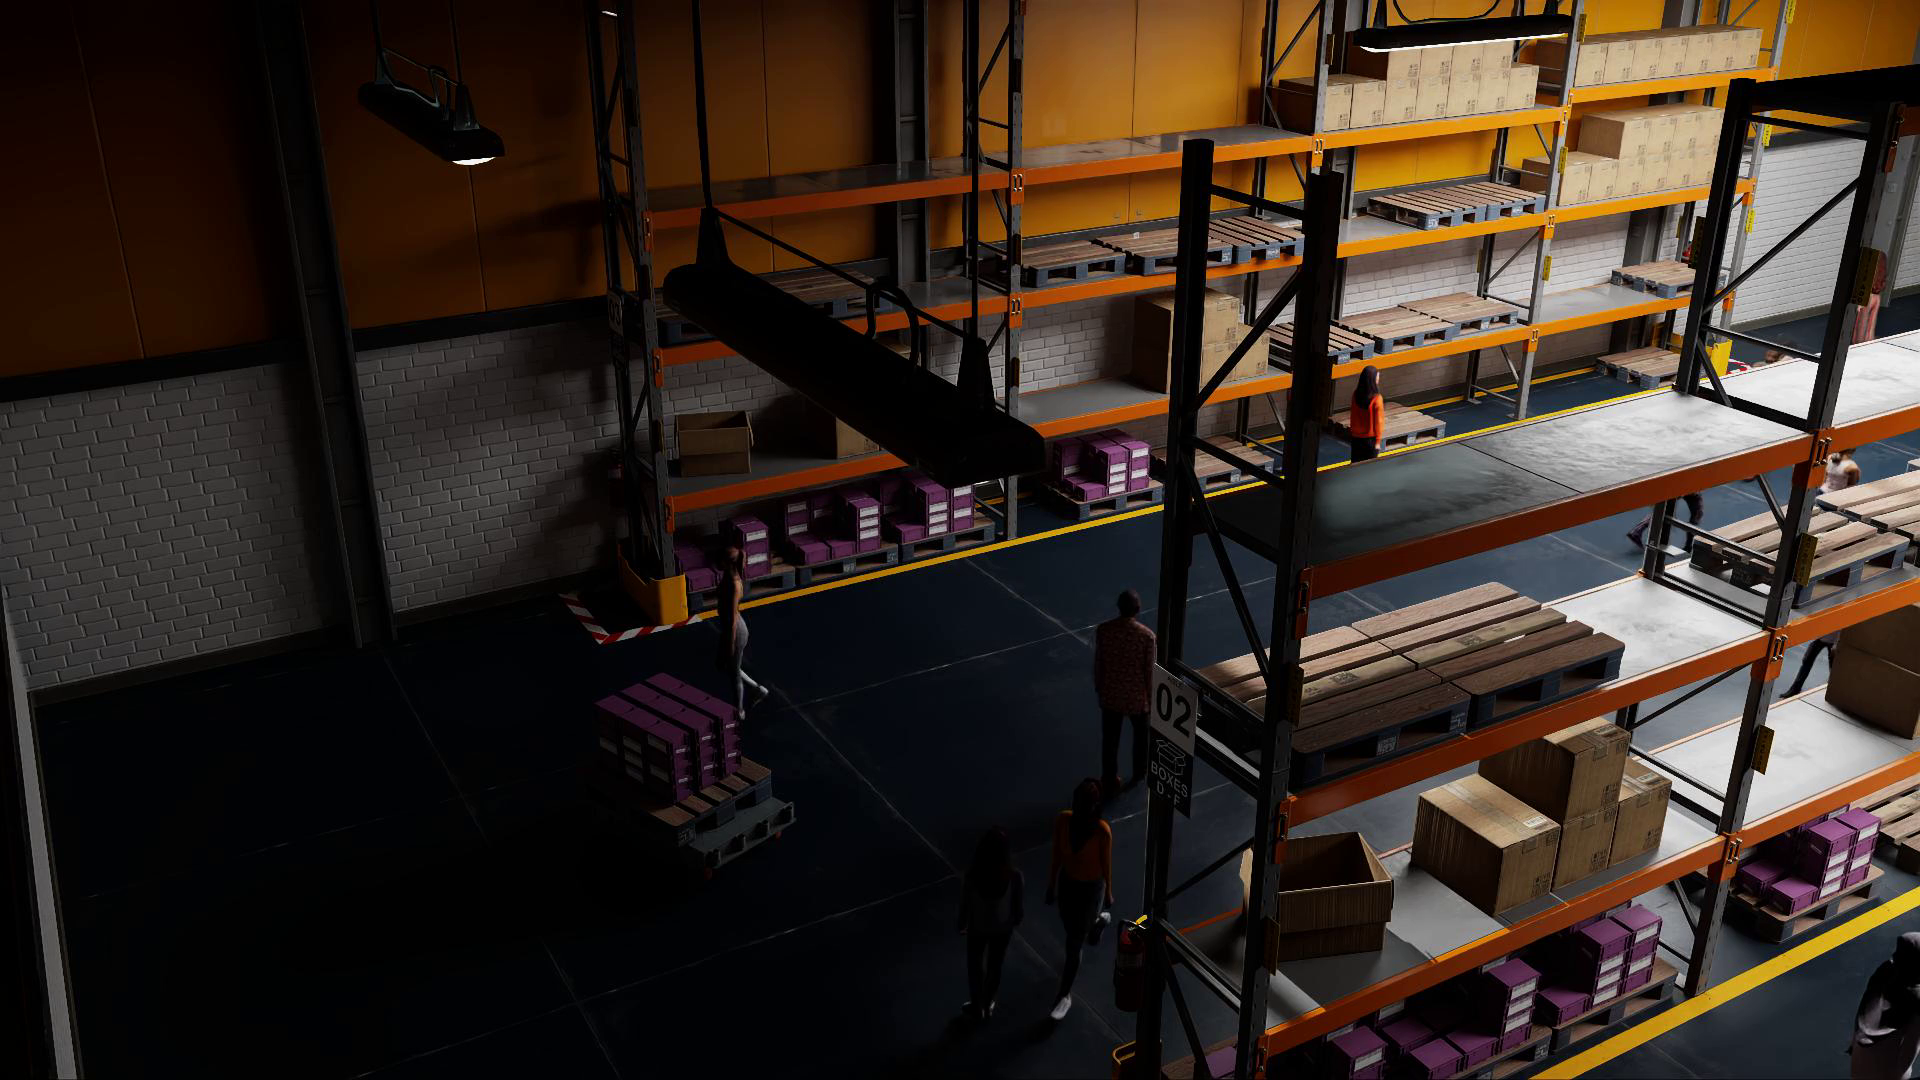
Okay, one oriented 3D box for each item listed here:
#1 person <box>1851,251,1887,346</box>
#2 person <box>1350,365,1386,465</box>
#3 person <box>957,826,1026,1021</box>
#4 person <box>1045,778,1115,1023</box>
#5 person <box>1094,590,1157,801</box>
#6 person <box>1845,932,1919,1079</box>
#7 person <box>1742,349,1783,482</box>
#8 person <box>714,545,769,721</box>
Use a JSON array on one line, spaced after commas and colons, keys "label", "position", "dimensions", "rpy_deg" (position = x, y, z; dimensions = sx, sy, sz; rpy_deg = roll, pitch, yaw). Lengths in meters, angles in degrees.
[{"label": "person", "position": [13.474, -3.514, 24.631], "dimensions": [0.482, 1.561, 0.615], "rpy_deg": [-10, 25, -21]}, {"label": "person", "position": [4.628, -1.158, 19.006], "dimensions": [0.538, 1.749, 0.609], "rpy_deg": [-12, 27, -26]}, {"label": "person", "position": [0.219, 2.556, 10.861], "dimensions": [0.633, 1.468, 0.744], "rpy_deg": [-1, 24, -3]}, {"label": "person", "position": [0.843, 2.312, 11.111], "dimensions": [0.975, 1.714, 1.227], "rpy_deg": [13, 27, 28]}, {"label": "person", "position": [1.300, 1.281, 13.376], "dimensions": [0.979, 1.788, 1.051], "rpy_deg": [9, 25, 19]}, {"label": "person", "position": [5.274, 2.982, 9.502], "dimensions": [0.684, 1.776, 0.687], "rpy_deg": [-1, 24, -2]}, {"label": "person", "position": [9.621, -1.531, 19.895], "dimensions": [0.675, 1.720, 0.640], "rpy_deg": [-9, 25, -21]}, {"label": "person", "position": [-1.905, 0.819, 14.547], "dimensions": [0.781, 1.698, 0.672], "rpy_deg": [-7, 24, -15]}]
